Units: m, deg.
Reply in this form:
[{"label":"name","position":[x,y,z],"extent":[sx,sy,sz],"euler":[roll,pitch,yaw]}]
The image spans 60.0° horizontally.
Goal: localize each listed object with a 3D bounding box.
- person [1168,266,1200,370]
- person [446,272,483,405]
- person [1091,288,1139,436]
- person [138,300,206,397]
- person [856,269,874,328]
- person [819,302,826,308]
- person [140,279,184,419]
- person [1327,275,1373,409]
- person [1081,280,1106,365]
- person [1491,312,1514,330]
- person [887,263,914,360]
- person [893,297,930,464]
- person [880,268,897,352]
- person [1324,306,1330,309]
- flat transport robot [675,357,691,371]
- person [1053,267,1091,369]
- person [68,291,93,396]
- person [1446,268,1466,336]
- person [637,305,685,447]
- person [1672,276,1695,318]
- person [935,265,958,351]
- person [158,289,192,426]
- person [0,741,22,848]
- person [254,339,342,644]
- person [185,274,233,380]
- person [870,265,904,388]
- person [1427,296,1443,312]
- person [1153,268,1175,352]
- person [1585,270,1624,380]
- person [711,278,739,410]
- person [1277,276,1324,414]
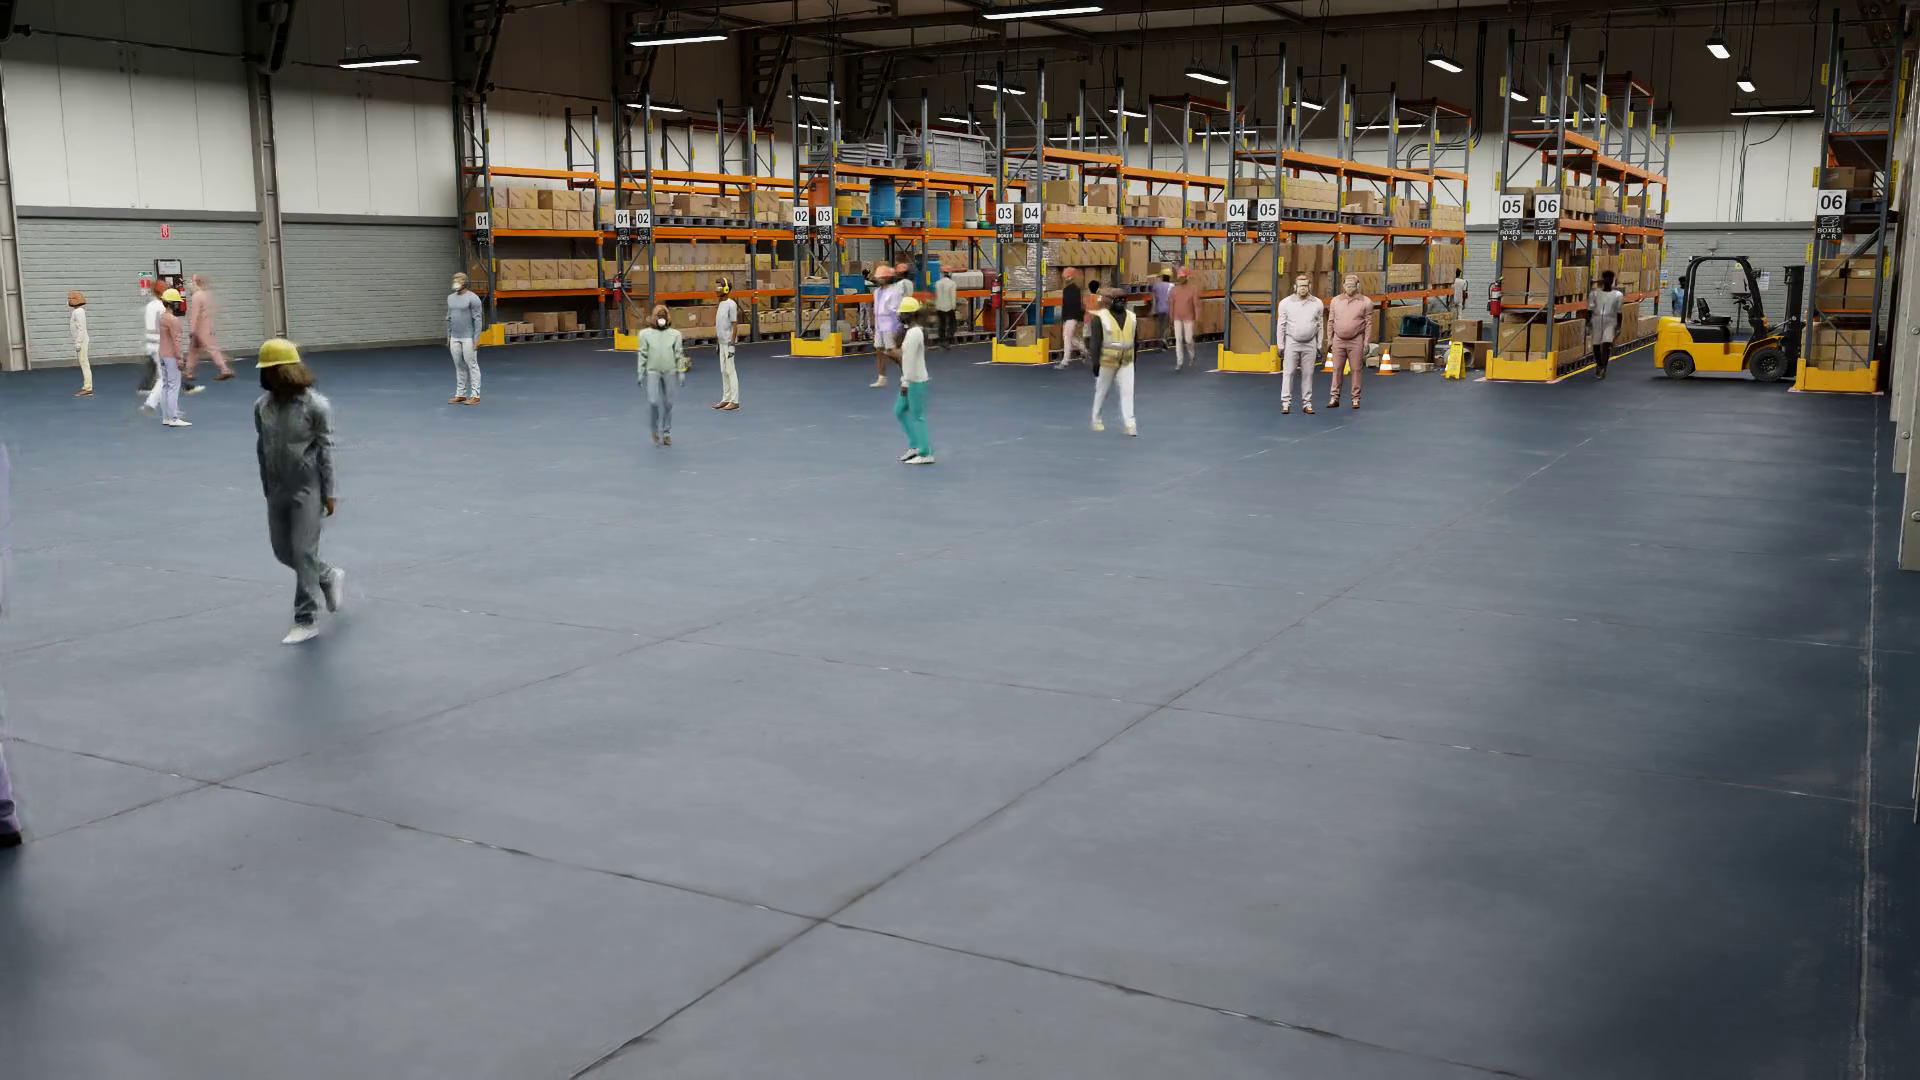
[{"label":"person","position":[4.288,-4.234,31.796],"extent":[0.642,1.981,0.513],"euler":[5,11,28]},{"label":"person","position":[-7.290,-2.952,24.418],"extent":[0.635,1.938,0.361],"euler":[5,11,27]},{"label":"person","position":[1.884,-2.188,20.383],"extent":[0.647,1.798,0.964],"euler":[-3,10,-19]},{"label":"person","position":[-12.297,-3.106,25.740],"extent":[0.971,1.792,0.530],"euler":[-7,12,-34]},{"label":"person","position":[-2.298,-5.692,40.660],"extent":[0.517,1.873,0.334],"euler":[5,11,25]},{"label":"person","position":[-3.843,-6.996,48.087],"extent":[0.551,1.942,0.340],"euler":[5,11,29]},{"label":"person","position":[-10.751,-2.552,22.312],"extent":[0.617,1.886,0.544],"euler":[7,12,36]},{"label":"person","position":[5.566,-2.833,23.835],"extent":[0.639,1.903,0.407],"euler":[4,11,24]},{"label":"person","position":[2.667,-4.332,33.199],"extent":[0.539,1.699,0.317],"euler":[4,11,24]},{"label":"person","position":[15.248,-6.765,46.446],"extent":[0.694,2.000,1.003],"euler":[-8,12,-38]},{"label":"person","position":[-1.254,-4.752,34.710],"extent":[0.732,2.018,0.649],"euler":[5,11,26]},{"label":"person","position":[-0.516,-1.654,17.382],"extent":[0.464,1.752,0.527],"euler":[-1,10,-3]},{"label":"person","position":[-1.507,-5.103,37.069],"extent":[0.592,1.917,0.553],"euler":[6,11,30]},{"label":"person","position":[9.885,-6.326,44.563],"extent":[0.834,1.805,0.645],"euler":[-9,13,-44]},{"label":"flat transport robot","position":[-5.487,-3.336,31.545],"extent":[0.652,0.197,1.431],"euler":[-1,10,-4]},{"label":"person","position":[2.196,-4.296,32.186],"extent":[0.754,1.978,0.626],"euler":[-3,10,-16]},{"label":"person","position":[-13.795,-3.079,26.058],"extent":[0.284,1.633,0.497],"euler":[-5,11,-28]},{"label":"person","position":[13.260,-6.333,44.460],"extent":[0.510,1.860,0.333],"euler":[2,10,11]},{"label":"person","position":[-3.413,-1.874,19.053],"extent":[0.540,1.612,0.581],"euler":[-3,10,-19]},{"label":"person","position":[18.276,-5.825,42.056],"extent":[0.551,1.659,0.800],"euler":[4,11,24]},{"label":"person","position":[-0.292,-5.307,38.108],"extent":[0.612,1.969,0.519],"euler":[6,12,33]},{"label":"person","position":[-10.093,-2.336,21.349],"extent":[0.518,1.756,0.346],"euler":[9,13,43]},{"label":"person","position":[-3.864,0.236,5.925],"extent":[0.860,1.873,0.680],"euler":[-3,10,-20]},{"label":"person","position":[-3.768,-0.303,9.557],"extent":[0.483,1.721,0.663],"euler":[2,10,12]},{"label":"person","position":[-13.264,-3.708,29.087],"extent":[0.977,1.865,0.659],"euler":[-2,10,-14]},{"label":"person","position":[-1.168,-3.521,27.486],"extent":[0.674,2.030,0.605],"euler":[-8,13,-41]},{"label":"person","position":[13.476,-6.799,47.134],"extent":[0.976,1.886,0.628],"euler":[-1,10,-4]},{"label":"person","position":[4.643,-5.213,37.771],"extent":[0.583,1.906,0.487],"euler":[5,11,25]},{"label":"person","position":[11.486,-3.841,29.626],"extent":[0.610,1.943,0.855],"euler":[6,11,31]},{"label":"person","position":[-3.324,-2.769,23.560],"extent":[0.328,1.868,0.519],"euler":[-6,11,-30]},{"label":"person","position":[4.704,-2.687,22.962],"extent":[0.654,1.906,0.406],"euler":[0,10,-1]}]
